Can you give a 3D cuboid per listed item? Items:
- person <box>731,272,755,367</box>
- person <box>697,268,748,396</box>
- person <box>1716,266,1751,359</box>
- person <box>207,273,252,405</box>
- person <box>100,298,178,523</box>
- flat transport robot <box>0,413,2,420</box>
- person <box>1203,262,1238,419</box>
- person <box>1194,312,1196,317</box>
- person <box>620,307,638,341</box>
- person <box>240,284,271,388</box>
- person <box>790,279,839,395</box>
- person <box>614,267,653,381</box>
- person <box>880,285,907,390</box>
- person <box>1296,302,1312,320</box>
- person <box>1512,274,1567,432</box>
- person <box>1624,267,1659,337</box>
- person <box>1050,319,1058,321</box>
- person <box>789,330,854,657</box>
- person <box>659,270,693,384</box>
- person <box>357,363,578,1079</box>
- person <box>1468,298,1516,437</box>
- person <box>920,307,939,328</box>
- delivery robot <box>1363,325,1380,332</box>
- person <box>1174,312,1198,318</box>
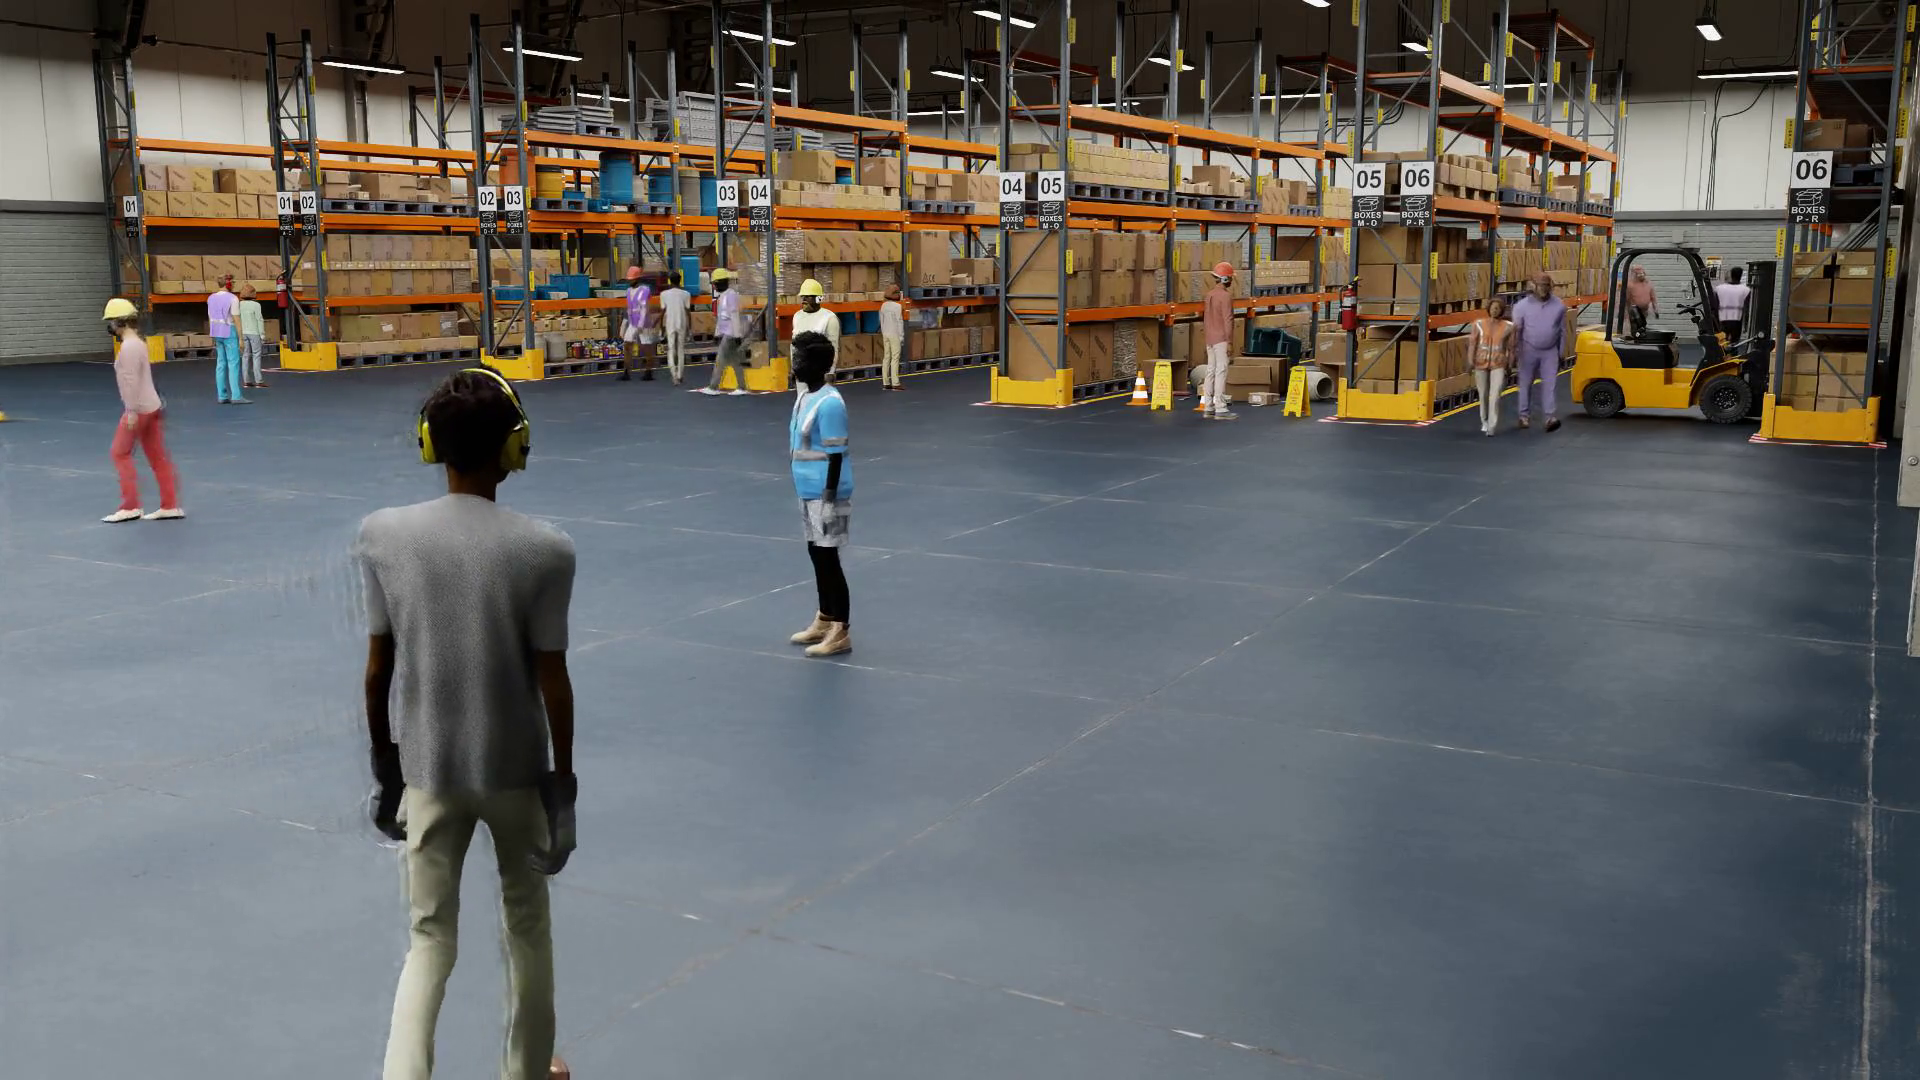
[{"bbox_3d":[-4.068,-4.100,30.879,0.614,1.819,0.508,9,13,42],"label":"person"},{"bbox_3d":[-3.556,-3.059,24.595,0.901,1.883,0.600,-4,10,-20],"label":"person"},{"bbox_3d":[13.531,-3.845,29.168,0.606,1.896,0.595,6,11,31],"label":"person"},{"bbox_3d":[-10.255,-2.806,23.251,0.572,1.839,0.373,5,11,25],"label":"person"},{"bbox_3d":[-6.470,-0.999,12.930,0.650,1.738,0.557,-3,10,-16],"label":"person"},{"bbox_3d":[-12.678,-1.559,20.540,1.431,0.197,0.652,-6,12,-33],"label":"flat transport robot"},{"bbox_3d":[3.323,-2.535,21.210,0.378,1.996,0.611,-3,10,-18],"label":"person"},{"bbox_3d":[4.871,-4.407,33.245,0.509,1.628,0.319,1,10,7],"label":"person"},{"bbox_3d":[-6.486,-4.309,32.655,0.533,1.619,0.411,4,10,21],"label":"person"},{"bbox_3d":[-11.198,-3.224,26.300,0.501,1.636,0.278,3,10,19],"label":"person"},{"bbox_3d":[-1.545,-1.798,17.377,0.586,1.833,0.403,6,11,32],"label":"person"},{"bbox_3d":[-5.401,-3.550,27.471,0.538,1.893,0.843,6,11,32],"label":"person"},{"bbox_3d":[-1.036,-3.133,25.772,0.278,1.633,0.507,-8,13,-40],"label":"person"},{"bbox_3d":[8.134,-5.602,39.395,0.554,1.917,0.663,-8,12,-38],"label":"person"},{"bbox_3d":[6.870,-2.212,19.718,0.684,1.854,0.970,1,10,5],"label":"person"},{"bbox_3d":[14.295,-4.812,34.986,0.711,1.851,0.987,-2,10,-11],"label":"person"},{"bbox_3d":[1.940,-4.270,32.043,0.525,1.769,0.310,6,11,30],"label":"person"},{"bbox_3d":[-0.724,-0.241,8.673,0.322,1.688,0.564,-4,10,-21],"label":"person"},{"bbox_3d":[-4.576,-3.413,26.791,0.531,1.849,0.731,-1,10,-9],"label":"person"},{"bbox_3d":[-1.095,0.539,3.659,0.517,1.847,0.823,0,10,-1],"label":"person"},{"bbox_3d":[6.203,-2.029,19.415,0.506,1.600,0.859,4,11,23],"label":"person"},{"bbox_3d":[-0.707,-5.336,38.319,0.552,1.748,0.467,5,11,27],"label":"person"},{"bbox_3d":[9.378,-4.628,37.406,0.707,0.478,0.477,-1,10,-8],"label":"delivery robot"},{"bbox_3d":[4.371,-4.351,32.274,0.613,1.862,1.022,-1,10,-6],"label":"person"}]
